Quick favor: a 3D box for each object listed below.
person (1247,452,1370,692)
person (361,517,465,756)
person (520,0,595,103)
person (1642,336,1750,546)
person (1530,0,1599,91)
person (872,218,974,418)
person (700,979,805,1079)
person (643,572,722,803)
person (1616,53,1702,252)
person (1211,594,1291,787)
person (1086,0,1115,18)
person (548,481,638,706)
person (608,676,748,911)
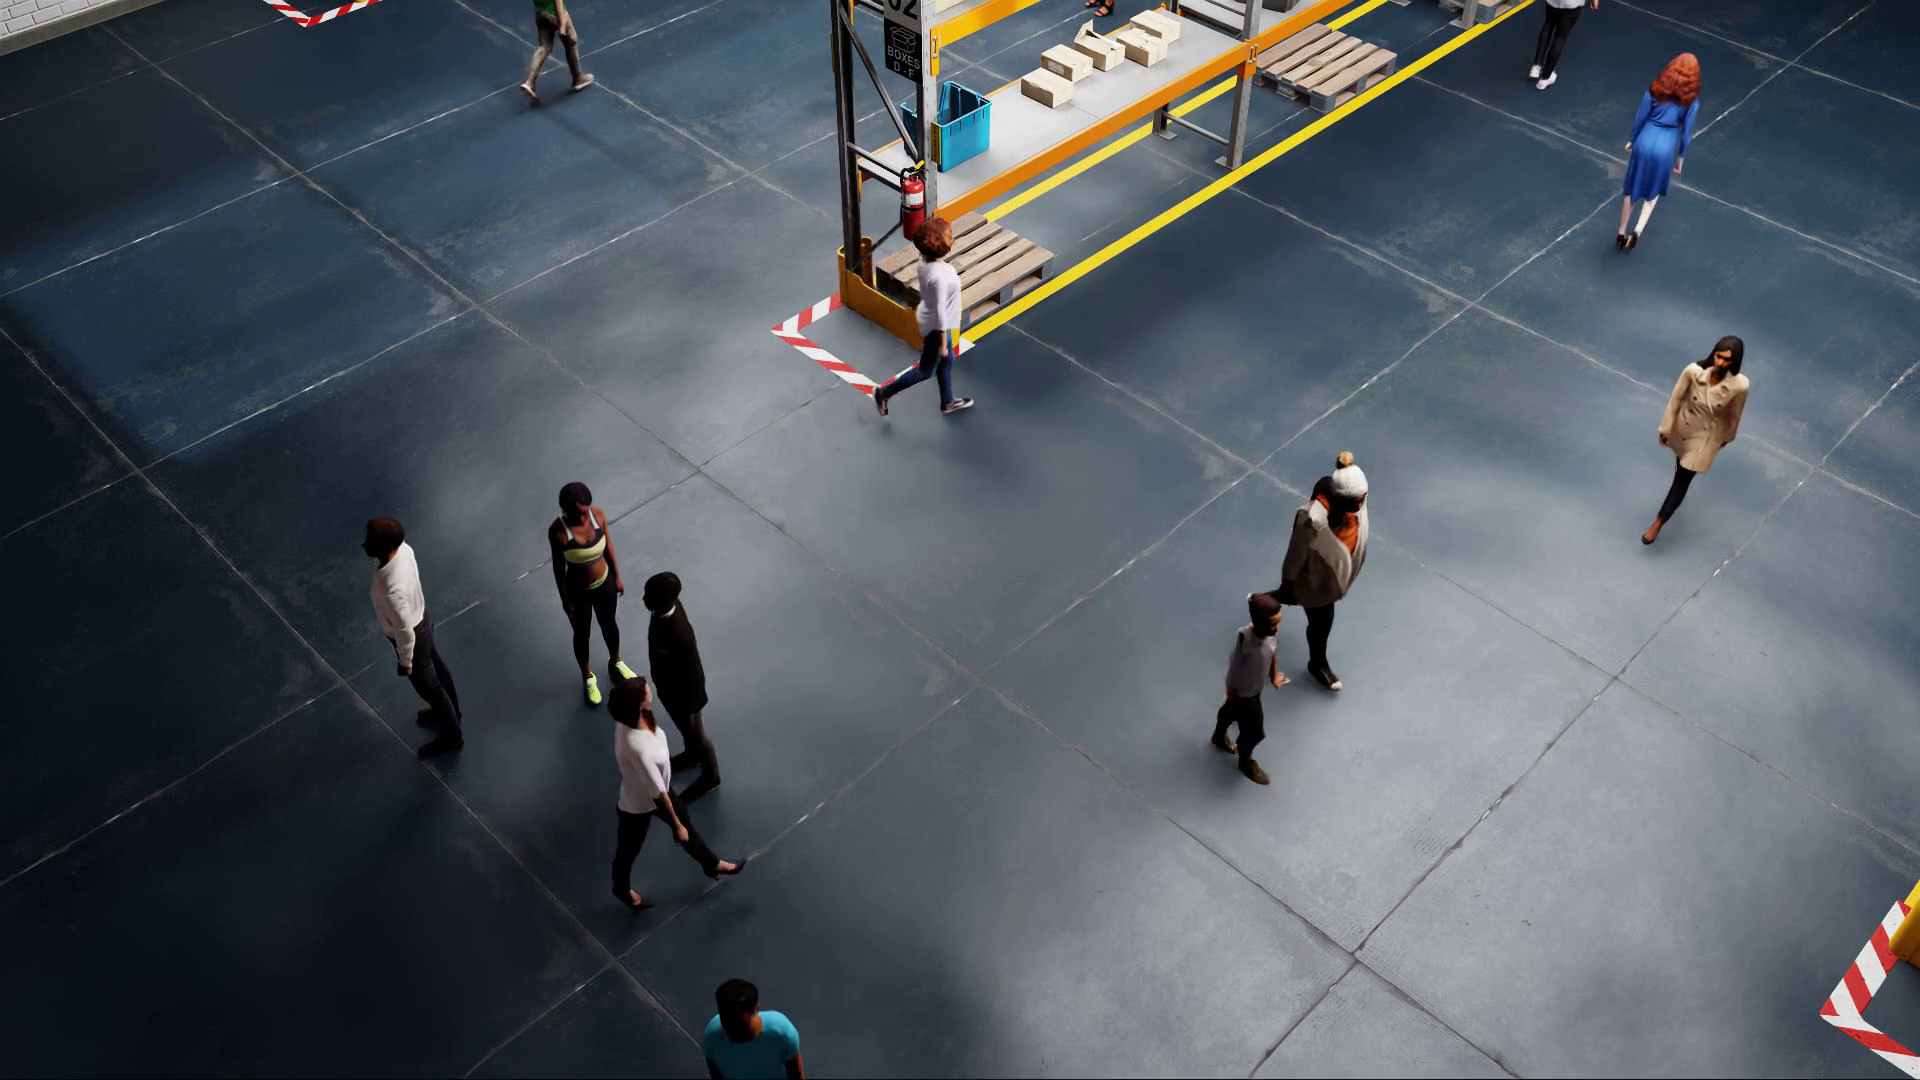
[{"bbox_3d":[2.221,0.103,10.558,1.063,1.865,0.838,-32,52,-29],"label":"person"},{"bbox_3d":[-3.310,0.566,10.067,0.741,1.871,0.732,-7,44,-8],"label":"person"},{"bbox_3d":[-4.032,-5.042,16.132,0.698,1.624,1.098,26,49,25],"label":"person"},{"bbox_3d":[5.184,-0.788,11.667,0.704,1.624,1.114,27,50,26],"label":"person"},{"bbox_3d":[5.860,-5.268,16.157,0.745,1.918,0.672,28,50,26],"label":"person"},{"bbox_3d":[-0.286,-1.619,12.499,1.150,1.681,1.006,-7,44,-7],"label":"person"},{"bbox_3d":[-0.961,2.577,8.039,1.050,1.757,1.071,-3,44,-3],"label":"person"},{"bbox_3d":[-1.658,0.849,9.822,0.673,1.800,0.722,-19,47,-19],"label":"person"},{"bbox_3d":[5.830,-3.200,14.063,0.749,1.811,0.788,19,47,19],"label":"person"},{"bbox_3d":[1.705,0.787,10.147,0.627,1.441,0.676,29,51,27],"label":"person"},{"bbox_3d":[1.514,-6.377,17.498,0.639,1.674,0.670,-20,47,-20],"label":"person"},{"bbox_3d":[-2.336,0.292,10.439,0.489,1.755,0.649,-27,50,-26],"label":"person"},{"bbox_3d":[-1.842,1.458,9.218,1.163,1.752,1.068,-2,44,-2],"label":"person"}]
